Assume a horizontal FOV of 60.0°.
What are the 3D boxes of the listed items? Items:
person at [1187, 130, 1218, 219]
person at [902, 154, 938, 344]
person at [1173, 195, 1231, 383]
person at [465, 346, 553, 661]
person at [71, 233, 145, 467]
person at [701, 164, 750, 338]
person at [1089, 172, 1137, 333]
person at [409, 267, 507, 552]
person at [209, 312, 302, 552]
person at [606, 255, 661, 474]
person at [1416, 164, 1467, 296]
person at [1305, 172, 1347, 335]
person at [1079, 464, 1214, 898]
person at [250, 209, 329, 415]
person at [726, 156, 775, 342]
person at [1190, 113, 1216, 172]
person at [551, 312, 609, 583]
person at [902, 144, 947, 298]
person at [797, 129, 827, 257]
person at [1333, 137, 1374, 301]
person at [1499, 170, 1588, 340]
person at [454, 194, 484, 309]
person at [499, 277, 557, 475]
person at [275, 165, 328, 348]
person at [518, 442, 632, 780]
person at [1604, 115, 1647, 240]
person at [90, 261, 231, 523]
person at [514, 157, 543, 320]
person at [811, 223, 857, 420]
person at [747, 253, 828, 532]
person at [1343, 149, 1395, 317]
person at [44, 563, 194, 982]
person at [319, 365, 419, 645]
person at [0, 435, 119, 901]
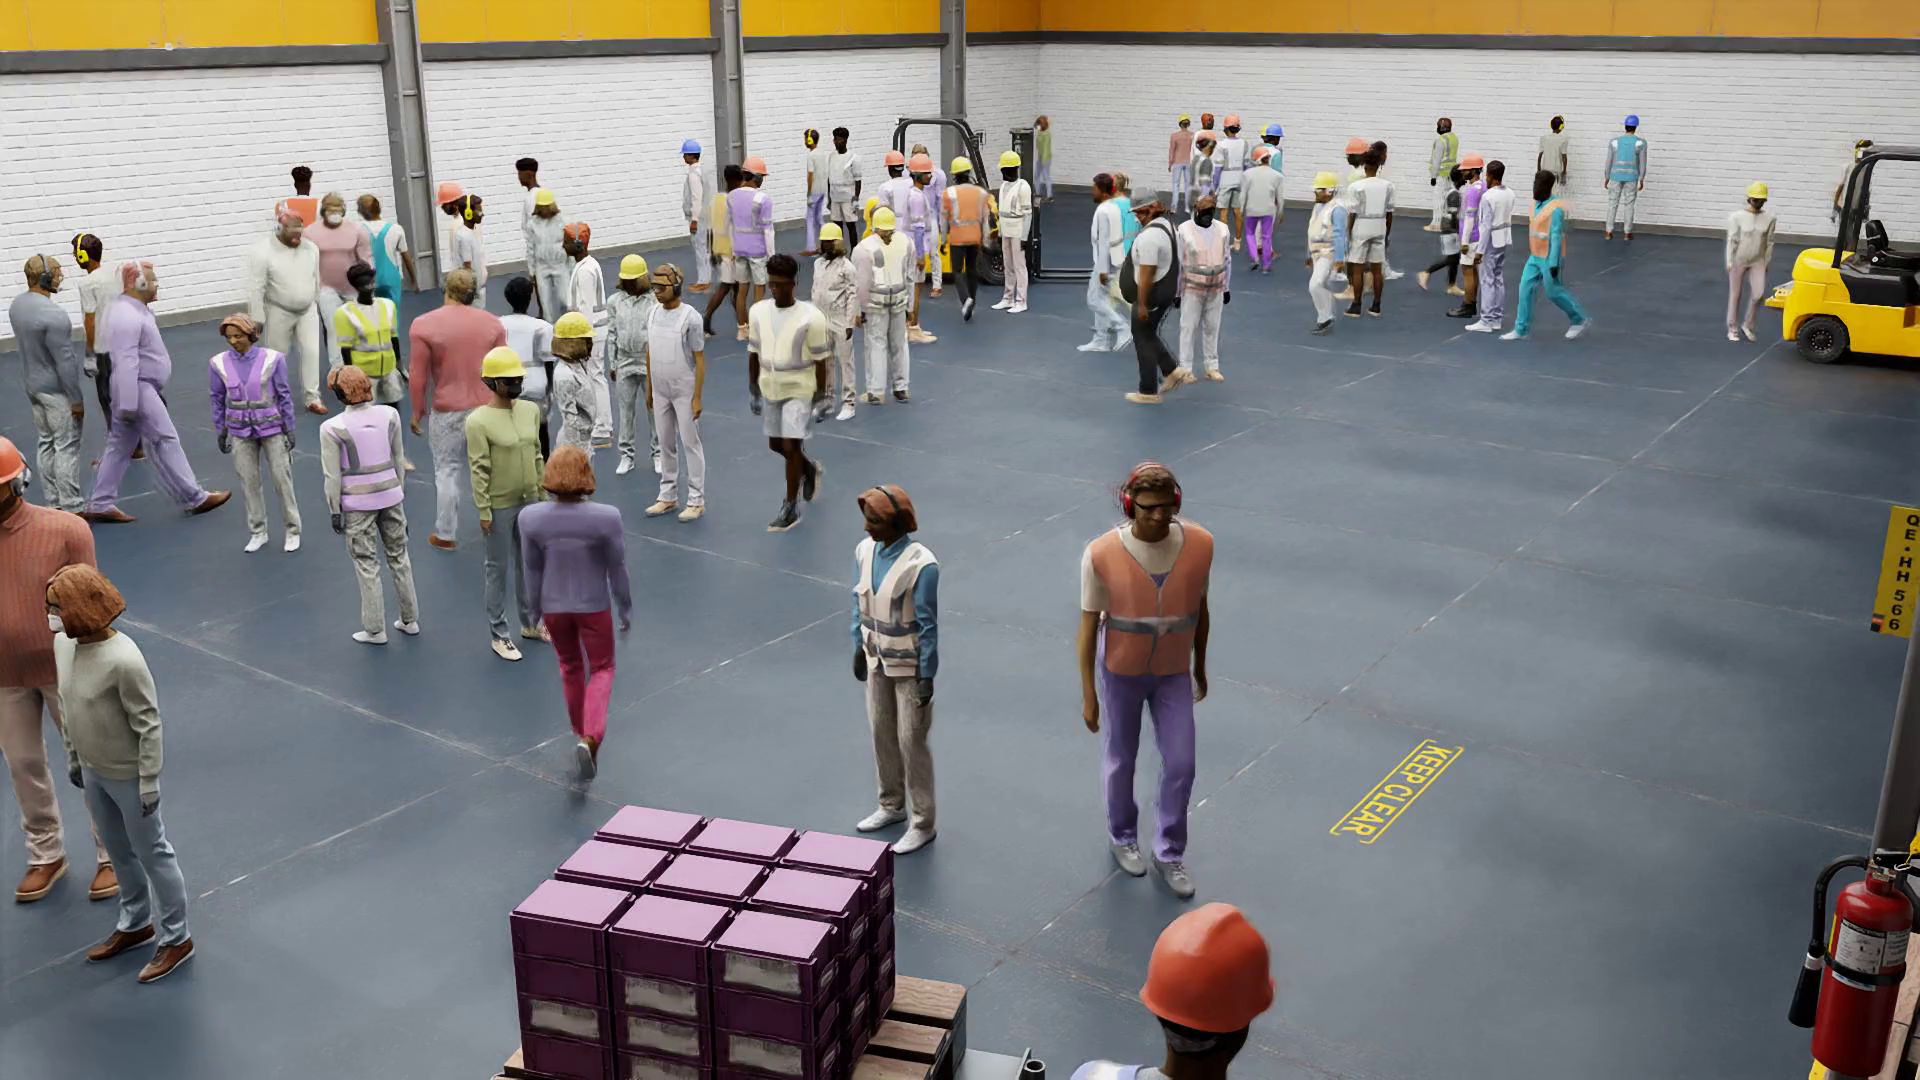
[{"bbox_3d":[3.257,-4.450,22.285,0.433,2.007,0.799,-1,18,-4],"label":"person"},{"bbox_3d":[-0.443,-3.183,18.206,0.394,2.044,0.609,-3,18,-8],"label":"person"},{"bbox_3d":[2.355,-2.447,16.258,0.639,1.830,0.429,-6,19,-19],"label":"person"},{"bbox_3d":[-2.516,-0.214,9.365,0.307,1.772,0.525,10,20,29],"label":"person"},{"bbox_3d":[-6.835,-1.510,13.289,0.344,1.857,0.525,1,18,3],"label":"person"},{"bbox_3d":[-2.617,-3.222,18.558,0.994,1.915,0.644,-14,23,-38],"label":"person"},{"bbox_3d":[1.824,-3.178,18.555,0.764,1.819,0.590,11,21,30],"label":"person"},{"bbox_3d":[-3.354,-0.875,11.238,0.662,1.900,0.416,-14,23,-38],"label":"person"},{"bbox_3d":[-4.723,-0.719,11.168,0.535,1.628,0.322,-2,18,-5],"label":"person"},{"bbox_3d":[-2.516,-1.367,13.028,0.483,1.736,0.311,-1,18,-2],"label":"person"},{"bbox_3d":[6.192,-3.930,21.121,0.568,1.679,0.540,7,19,21],"label":"person"},{"bbox_3d":[4.049,-3.197,18.619,0.486,1.812,0.630,-4,18,-12],"label":"person"},{"bbox_3d":[0.776,0.584,6.774,0.603,1.819,0.680,-4,18,-12],"label":"person"},{"bbox_3d":[-6.129,-2.087,15.096,0.859,1.861,0.665,16,24,41],"label":"person"},{"bbox_3d":[-2.243,-3.150,18.134,0.614,2.031,0.402,12,21,32],"label":"person"},{"bbox_3d":[4.073,-6.161,27.780,0.337,1.882,0.584,-10,20,-29],"label":"person"},{"bbox_3d":[-2.404,-0.583,10.563,0.295,1.744,0.489,-2,18,-5],"label":"person"},{"bbox_3d":[-0.475,-4.045,21.104,0.635,1.927,0.377,6,19,18],"label":"person"},{"bbox_3d":[-2.170,-5.129,24.607,0.386,1.856,0.523,8,20,25],"label":"person"},{"bbox_3d":[4.965,-3.983,20.737,0.521,2.024,0.631,12,21,33],"label":"person"},{"bbox_3d":[6.513,-3.120,18.291,0.918,1.884,0.601,-3,18,-9],"label":"person"},{"bbox_3d":[-4.687,-2.382,16.004,0.320,1.860,0.526,-5,18,-14],"label":"person"},{"bbox_3d":[-3.278,-1.148,12.488,0.535,1.650,0.892,-2,18,-7],"label":"person"},{"bbox_3d":[-6.990,-3.032,17.888,0.613,1.953,0.389,-4,18,-14],"label":"person"},{"bbox_3d":[-1.819,0.345,7.875,0.505,1.611,0.642,0,18,0],"label":"person"},{"bbox_3d":[10.532,-5.737,26.351,0.612,1.946,0.405,10,20,29],"label":"person"},{"bbox_3d":[-5.824,-1.034,11.805,0.942,1.855,0.659,-10,20,-29],"label":"person"},{"bbox_3d":[-4.801,-3.356,18.896,0.414,1.952,0.635,-1,18,-4],"label":"person"},{"bbox_3d":[-1.134,-1.946,14.820,0.487,1.746,0.286,13,22,34],"label":"person"},{"bbox_3d":[-1.182,-1.088,11.821,0.610,1.945,0.816,9,20,25],"label":"person"},{"bbox_3d":[4.836,-3.631,19.735,0.612,1.962,0.364,-5,18,-14],"label":"person"},{"bbox_3d":[-3.156,0.865,6.209,0.504,1.632,0.270,10,20,30],"label":"person"},{"bbox_3d":[-3.393,-0.199,9.554,0.324,1.630,0.507,14,23,38],"label":"person"},{"bbox_3d":[-3.751,0.521,6.725,0.628,1.982,0.403,-3,18,-8],"label":"person"}]
